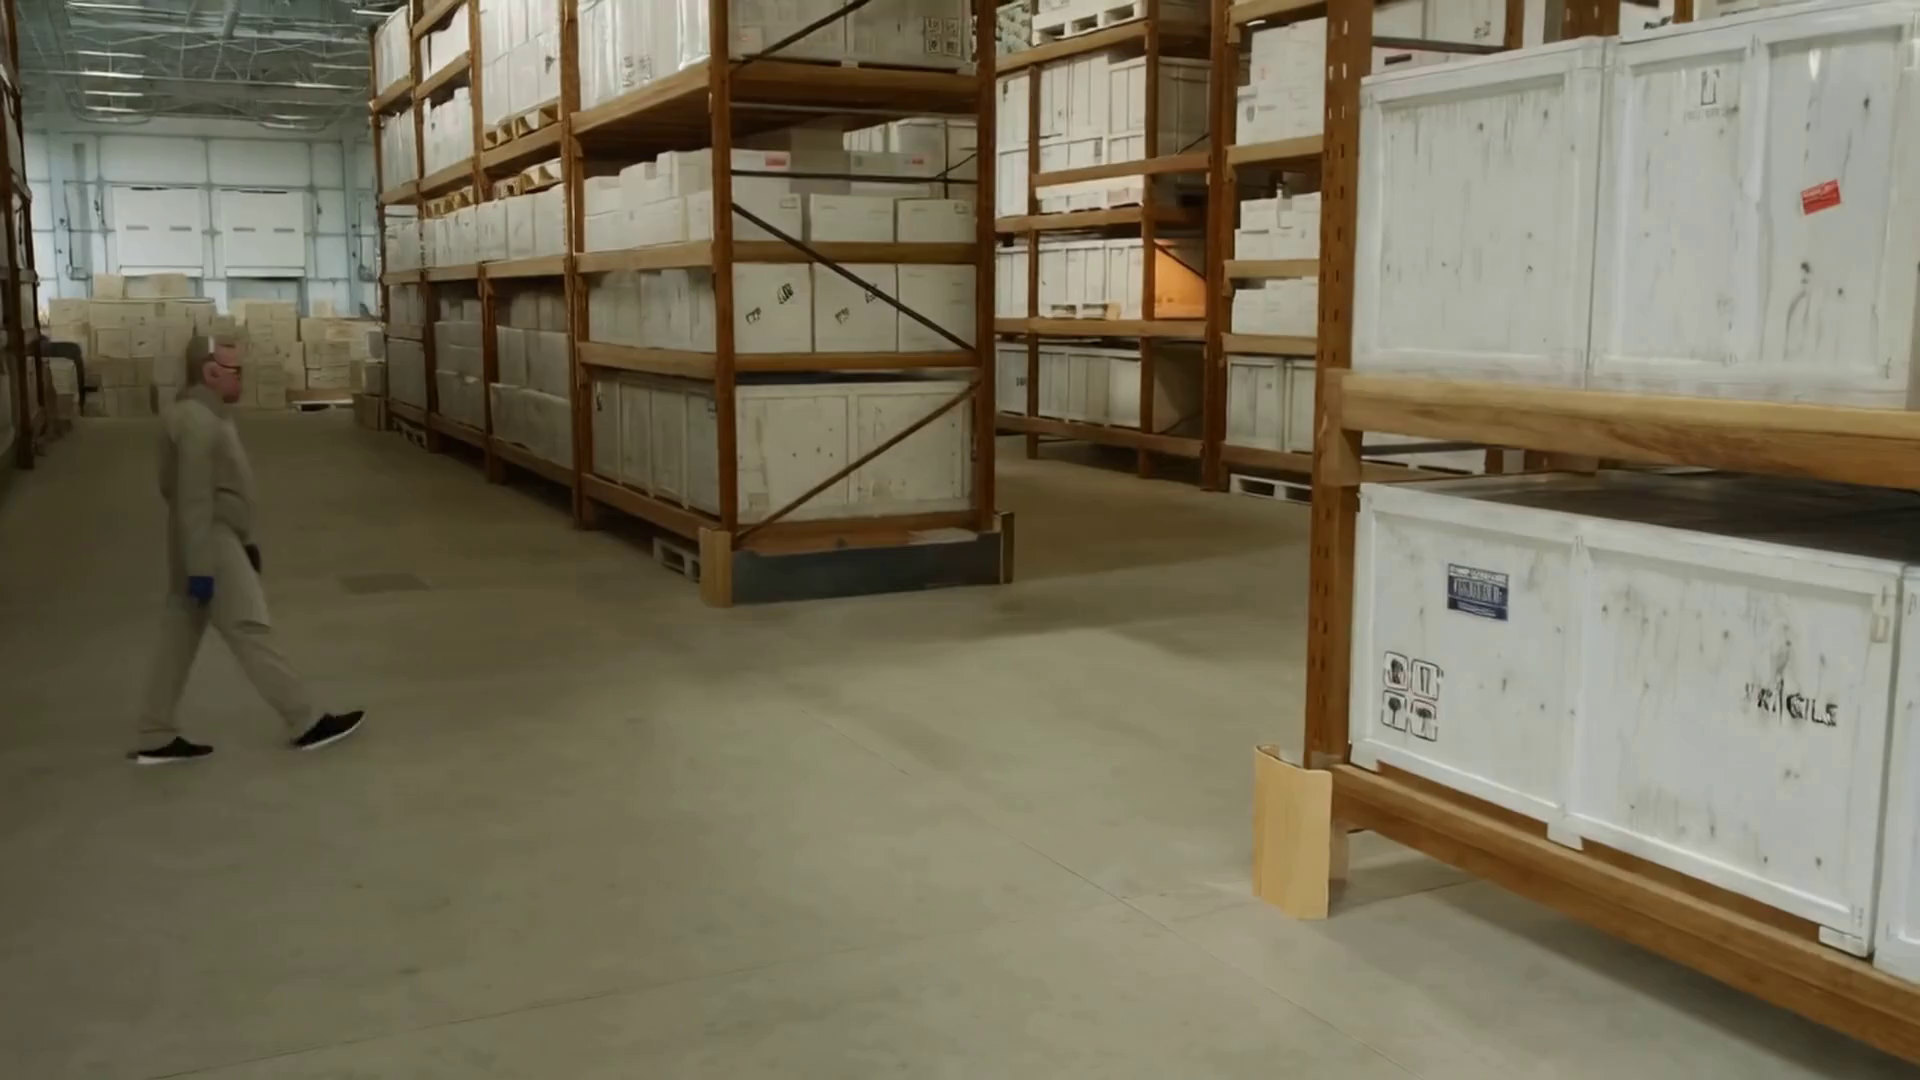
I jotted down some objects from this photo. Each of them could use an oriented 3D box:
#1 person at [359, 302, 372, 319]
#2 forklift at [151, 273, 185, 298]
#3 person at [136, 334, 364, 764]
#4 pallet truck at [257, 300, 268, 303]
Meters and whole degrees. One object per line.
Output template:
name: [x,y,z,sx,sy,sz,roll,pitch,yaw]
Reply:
person: [-20.318,-7.164,56.771,0.453,1.923,0.626,-7,11,-40]
forklift: [-24.814,-6.996,52.331,1.873,2.768,1.129,6,10,37]
person: [-3.182,0.040,7.292,0.963,1.857,0.664,-5,10,-32]
pallet truck: [-23.913,-7.404,58.171,1.885,1.965,0.823,-1,8,-9]
